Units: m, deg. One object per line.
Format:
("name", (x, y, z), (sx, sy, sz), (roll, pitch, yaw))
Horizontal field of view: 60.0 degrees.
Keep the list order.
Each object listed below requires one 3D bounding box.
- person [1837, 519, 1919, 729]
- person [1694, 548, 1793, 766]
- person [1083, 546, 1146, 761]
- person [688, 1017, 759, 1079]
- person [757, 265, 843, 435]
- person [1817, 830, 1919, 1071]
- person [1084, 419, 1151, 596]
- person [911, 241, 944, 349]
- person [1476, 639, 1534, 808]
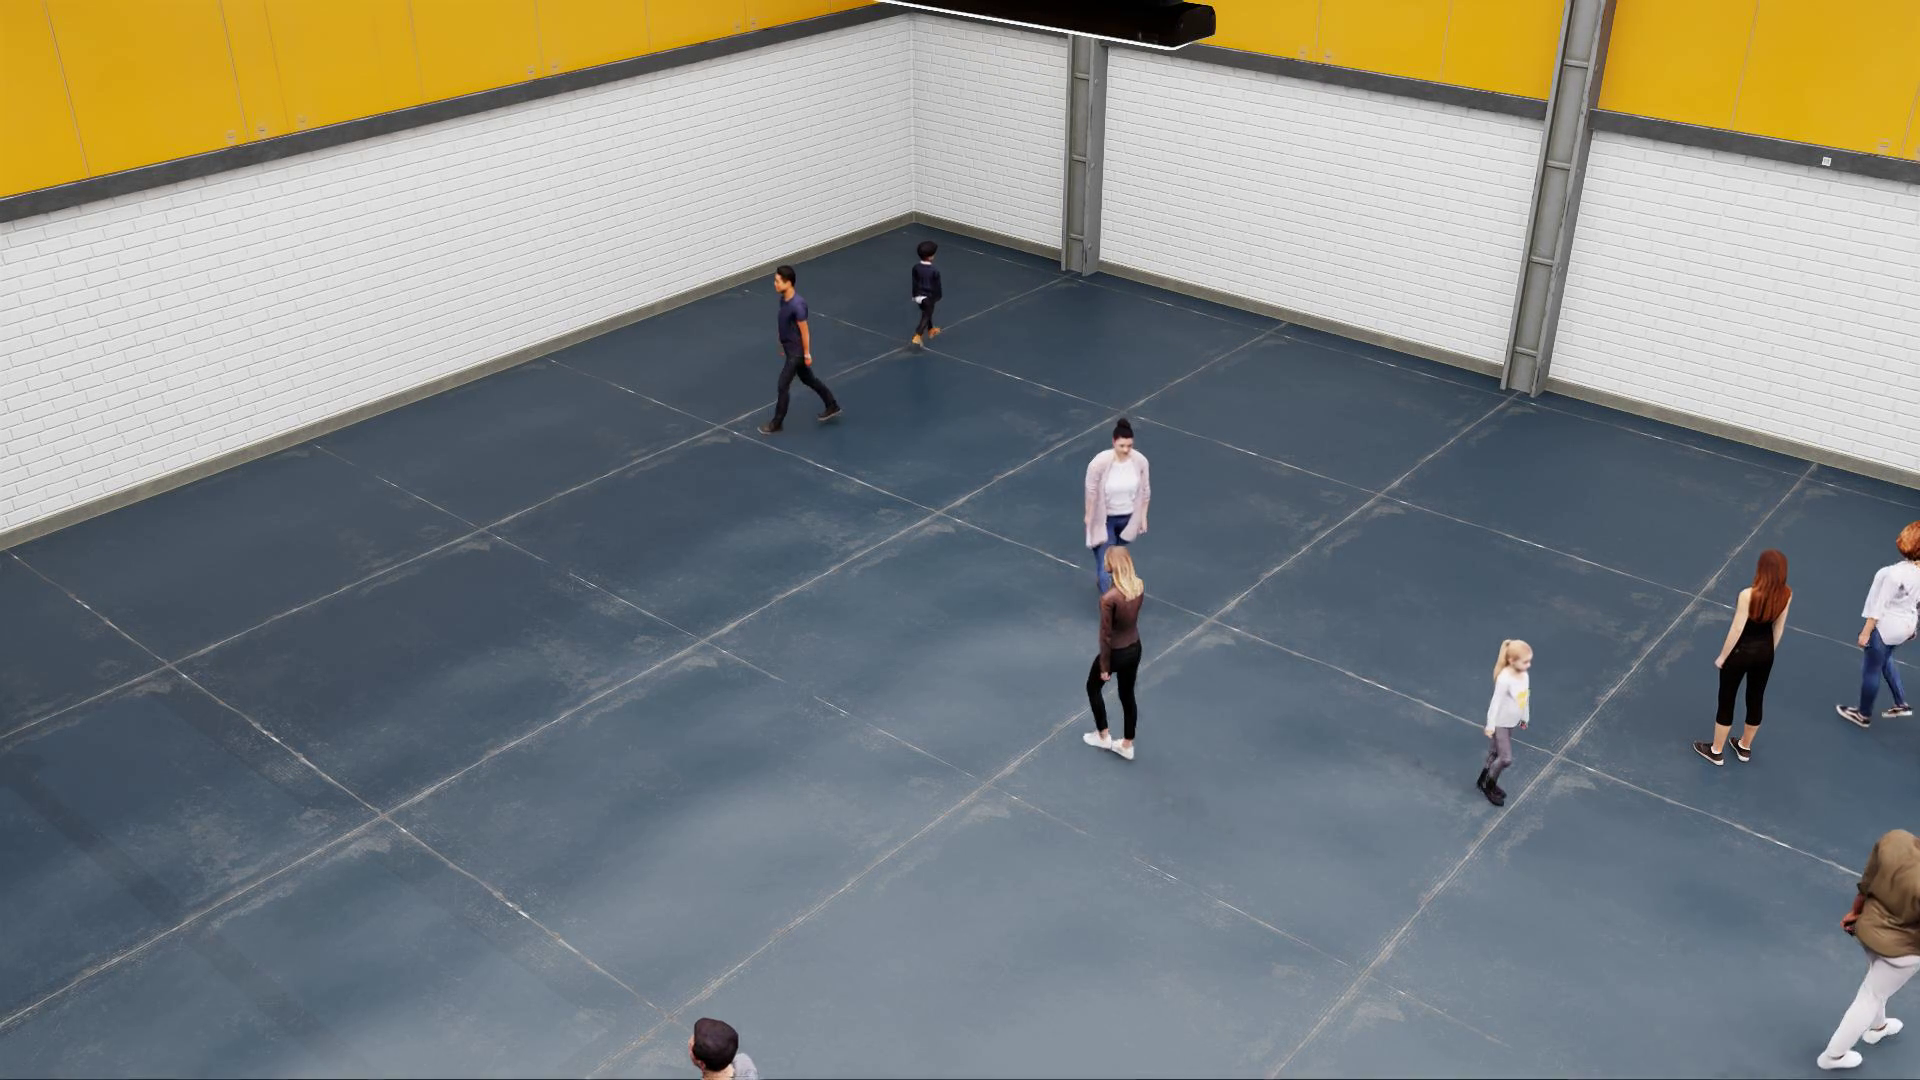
("person", (6.878, 0.666, 12.136), (0.772, 1.700, 0.828), (-13, 31, -22))
("person", (5.613, 0.823, 11.823), (0.646, 1.725, 0.695), (-4, 29, -7))
("person", (1.195, 0.847, 11.820), (0.661, 1.686, 0.658), (-24, 37, -37))
("person", (-0.962, 3.009, 7.709), (1.235, 1.827, 0.815), (14, 32, 24))
("person", (-1.573, -1.929, 16.853), (1.082, 1.740, 1.199), (-11, 31, -19))
("person", (5.065, 2.229, 9.164), (1.077, 1.803, 1.037), (-8, 30, -14))
("person", (1.256, -0.250, 13.808), (1.040, 1.708, 1.165), (-8, 30, -15))
("person", (-0.409, -2.790, 18.988), (0.831, 1.207, 0.626), (17, 33, 28))
("person", (3.729, 1.226, 11.559), (0.537, 1.271, 0.551), (-23, 36, -36))
